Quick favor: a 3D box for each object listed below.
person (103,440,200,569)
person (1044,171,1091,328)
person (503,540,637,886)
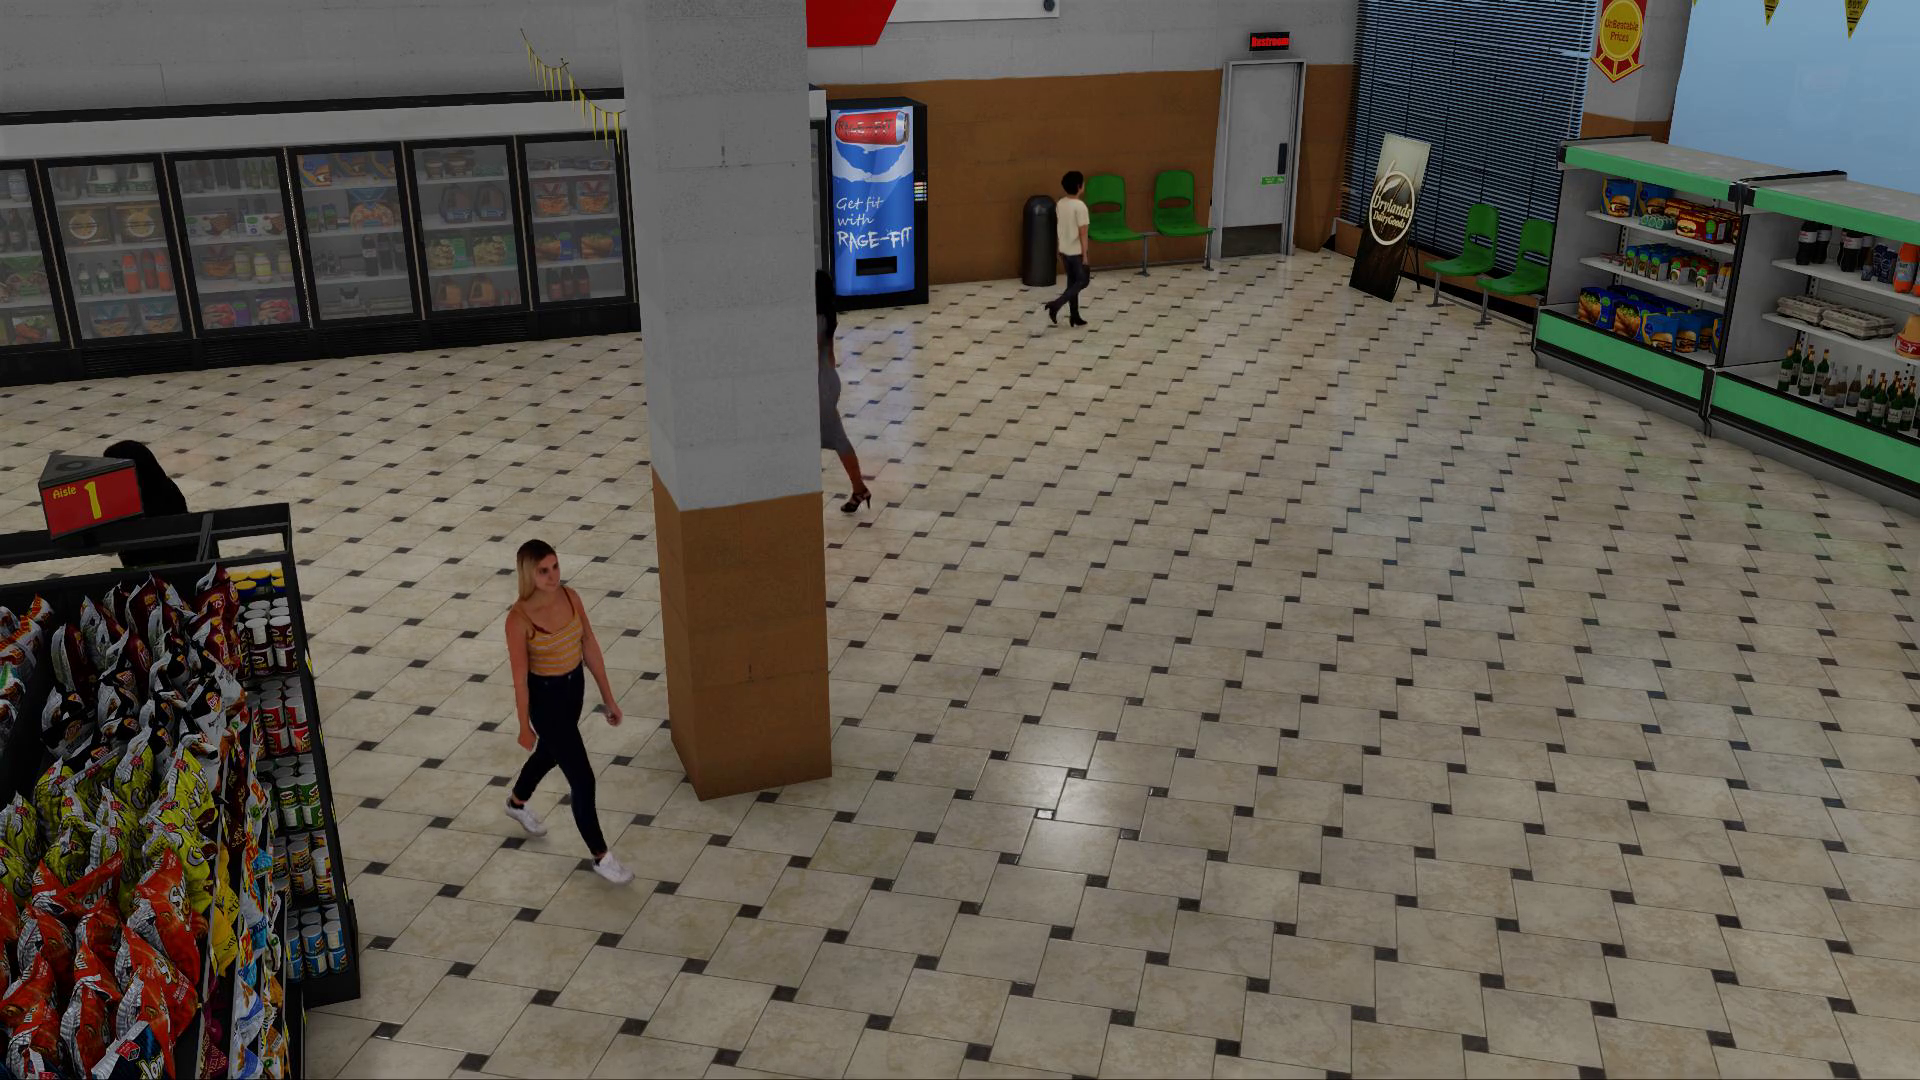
[{"bbox_3d":[-4.123,0.229,8.917,0.750,1.569,1.026,-7,23,-16],"label":"person"},{"bbox_3d":[1.090,-2.869,16.619,0.767,1.574,0.807,-14,26,-31],"label":"person"},{"bbox_3d":[-1.899,0.745,7.604,1.173,1.590,1.027,14,26,31],"label":"person"}]
